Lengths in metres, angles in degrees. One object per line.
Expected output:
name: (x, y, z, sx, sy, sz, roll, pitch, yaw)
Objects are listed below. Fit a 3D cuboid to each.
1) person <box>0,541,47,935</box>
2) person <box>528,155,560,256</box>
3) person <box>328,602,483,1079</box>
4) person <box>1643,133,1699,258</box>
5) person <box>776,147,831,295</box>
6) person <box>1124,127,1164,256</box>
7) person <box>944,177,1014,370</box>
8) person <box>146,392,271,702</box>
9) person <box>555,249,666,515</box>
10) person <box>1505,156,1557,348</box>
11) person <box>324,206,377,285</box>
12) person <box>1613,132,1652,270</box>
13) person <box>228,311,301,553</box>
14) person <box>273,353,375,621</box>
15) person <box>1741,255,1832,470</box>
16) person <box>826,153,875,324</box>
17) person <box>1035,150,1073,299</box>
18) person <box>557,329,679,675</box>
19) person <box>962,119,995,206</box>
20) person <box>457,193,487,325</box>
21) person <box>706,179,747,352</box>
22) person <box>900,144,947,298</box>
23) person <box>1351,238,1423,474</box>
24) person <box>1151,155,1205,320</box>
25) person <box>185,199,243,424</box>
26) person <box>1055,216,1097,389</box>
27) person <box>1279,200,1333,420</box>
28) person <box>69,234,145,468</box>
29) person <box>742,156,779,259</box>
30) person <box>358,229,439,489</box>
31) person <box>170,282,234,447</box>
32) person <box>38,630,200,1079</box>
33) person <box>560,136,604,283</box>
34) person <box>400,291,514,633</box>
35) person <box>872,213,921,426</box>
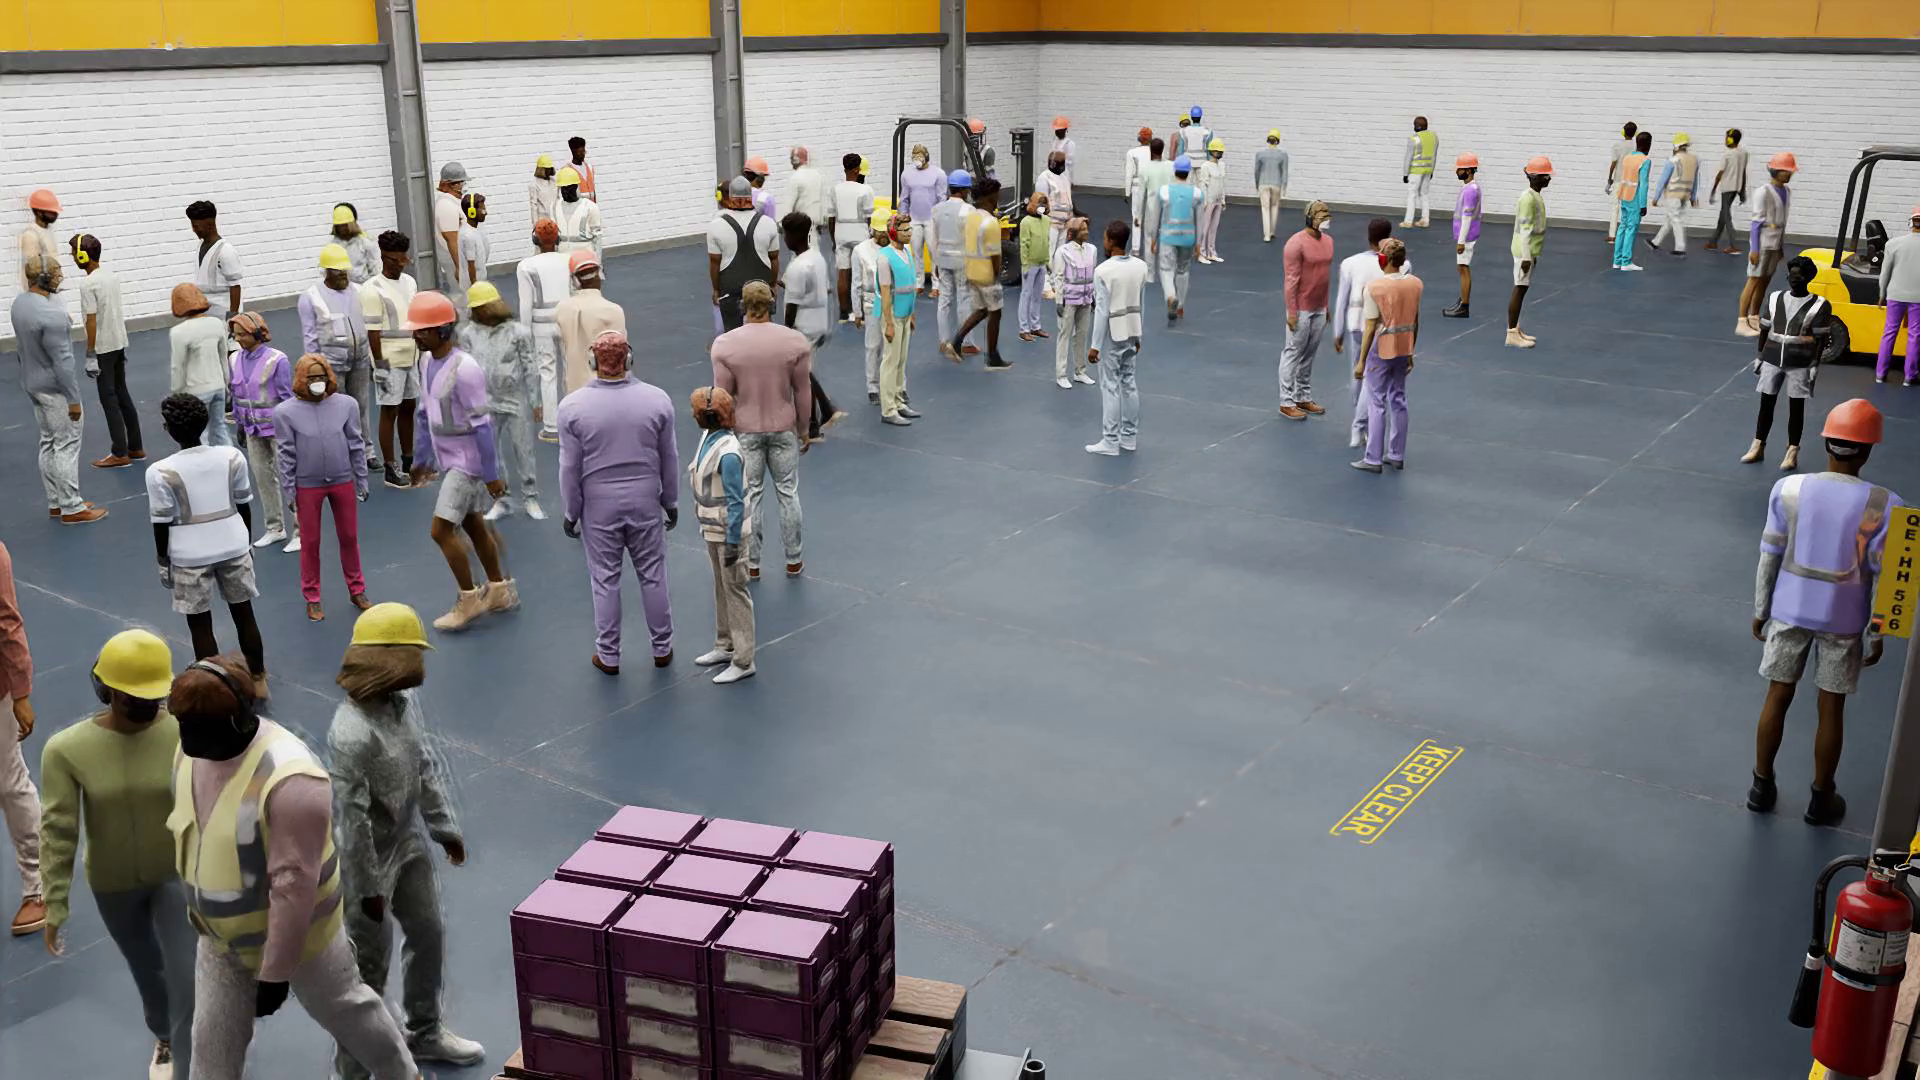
person: (-3.930, 0.607, 6.463, 0.625, 1.980, 0.411, -2, 18, -6)
person: (-5.357, -4.128, 21.649, 0.324, 1.743, 0.491, 13, 22, 35)
person: (-1.909, 1.050, 5.519, 0.383, 1.705, 0.537, 2, 18, 6)
person: (10.562, -5.128, 24.702, 0.623, 1.781, 0.912, -8, 20, -24)
person: (-2.077, -4.082, 21.307, 0.966, 1.855, 0.660, 6, 19, 18)
person: (2.724, -5.147, 24.609, 0.585, 1.882, 0.337, -2, 18, -6)
person: (0.213, -2.669, 16.753, 0.612, 1.946, 0.621, -9, 20, -25)
person: (-3.891, 0.073, 8.605, 0.322, 1.693, 0.539, 15, 23, 38)
person: (-2.502, -1.074, 11.785, 0.651, 1.938, 0.688, 9, 20, 25)
person: (6.161, -3.113, 17.987, 0.381, 2.045, 0.605, 7, 19, 22)
person: (-6.017, -2.488, 16.567, 0.494, 1.713, 0.780, -1, 18, -2)
person: (9.432, -4.746, 23.318, 0.397, 1.911, 0.587, -2, 18, -7)
person: (-4.669, -0.731, 11.208, 0.524, 1.631, 0.318, 7, 19, 21)
person: (-3.790, -0.321, 9.938, 0.498, 1.626, 0.289, -11, 21, -32)
person: (6.581, -1.410, 13.219, 0.318, 1.700, 0.536, -16, 24, -41)
person: (-1.238, -3.489, 19.287, 0.600, 1.967, 0.367, 6, 19, 18)
person: (1.210, -3.997, 21.085, 0.429, 1.843, 0.627, 11, 21, 30)
person: (-1.861, -0.204, 9.112, 0.651, 1.906, 0.402, -7, 19, -21)
person: (0.239, -5.031, 23.996, 0.394, 2.040, 0.609, -15, 23, -38)
person: (-4.678, -2.416, 16.114, 0.324, 1.861, 0.510, -6, 19, -17)
person: (-2.431, -2.850, 17.484, 0.692, 1.835, 0.539, 16, 24, 41)
person: (-0.464, -4.039, 21.080, 0.640, 1.928, 0.382, 7, 19, 20)
person: (3.366, -1.438, 13.069, 0.570, 1.843, 0.373, -10, 20, -28)
person: (2.551, -3.515, 19.441, 0.614, 1.923, 0.738, 0, 18, -2)
person: (-6.536, -2.014, 14.687, 0.603, 1.959, 0.374, 15, 23, 39)
person: (1.119, -2.300, 16.090, 0.523, 1.645, 0.306, -14, 22, -37)
person: (3.106, -2.056, 14.854, 0.627, 1.941, 0.374, -16, 24, -41)
person: (-6.827, -1.504, 13.271, 0.347, 1.857, 0.526, 0, 18, 1)
person: (-2.217, -3.143, 18.116, 0.617, 2.028, 0.410, 10, 20, 29)
person: (-4.287, -1.384, 12.720, 0.390, 1.957, 0.608, 5, 18, 16)
person: (-5.643, -1.106, 12.381, 0.308, 1.628, 0.508, 5, 18, 14)
person: (-2.601, 1.110, 5.309, 0.549, 1.708, 0.932, -6, 19, -19)
person: (-5.006, -4.333, 21.952, 0.364, 1.959, 0.606, 10, 20, 29)
person: (-2.963, -0.448, 9.697, 0.713, 2.020, 0.610, -12, 21, -32)
person: (-0.564, -1.950, 14.668, 0.390, 1.847, 0.563, 5, 18, 16)
